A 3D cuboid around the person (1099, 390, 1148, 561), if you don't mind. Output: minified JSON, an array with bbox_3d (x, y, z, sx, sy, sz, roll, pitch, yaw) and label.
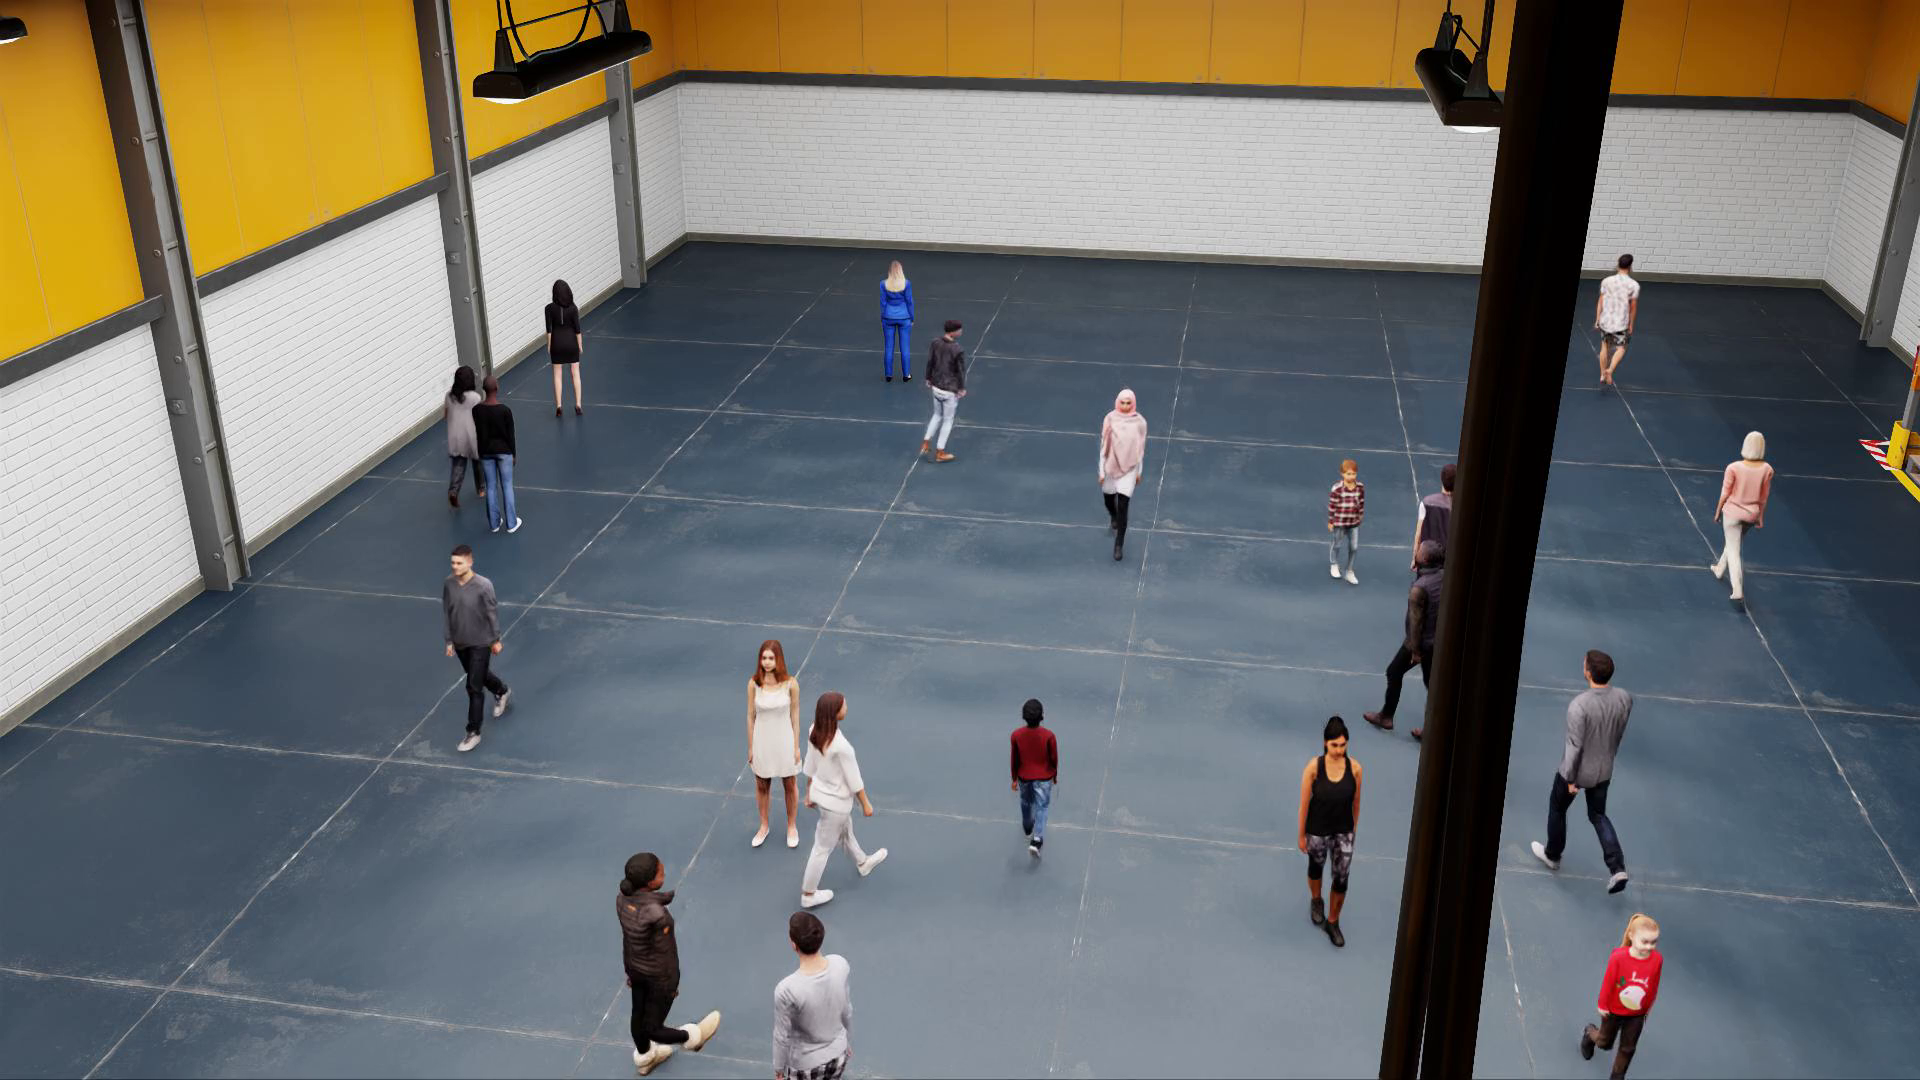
[{"bbox_3d":[1.689,-0.738,17.592,0.629,1.782,1.061,3,24,7],"label":"person"}]

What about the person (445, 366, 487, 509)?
[{"bbox_3d":[-5.608,-1.148,18.786,0.666,1.577,0.984,2,24,5],"label":"person"}]

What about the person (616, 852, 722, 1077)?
[{"bbox_3d":[-1.787,2.574,10.167,0.863,1.661,0.754,5,24,12],"label":"person"}]

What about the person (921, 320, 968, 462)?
[{"bbox_3d":[-0.190,-1.797,19.998,0.842,1.795,0.805,11,26,23],"label":"person"}]

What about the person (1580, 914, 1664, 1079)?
[{"bbox_3d":[4.033,2.807,10.124,0.570,1.268,0.798,0,24,0],"label":"person"}]

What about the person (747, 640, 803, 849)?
[{"bbox_3d":[-1.395,1.519,12.517,0.574,1.711,0.555,1,24,3],"label":"person"}]

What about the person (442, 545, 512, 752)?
[{"bbox_3d":[-4.077,0.828,14.065,0.711,1.738,1.146,7,25,15],"label":"person"}]

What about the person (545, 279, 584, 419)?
[{"bbox_3d":[-5.122,-2.473,21.538,0.652,1.801,0.628,-5,24,-12],"label":"person"}]

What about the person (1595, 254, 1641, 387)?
[{"bbox_3d":[8.927,-2.976,22.692,0.879,1.799,1.018,15,28,30],"label":"person"}]

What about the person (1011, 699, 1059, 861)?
[{"bbox_3d":[0.559,1.788,12.482,0.516,1.246,0.817,5,24,11],"label":"person"}]

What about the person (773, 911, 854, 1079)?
[{"bbox_3d":[-0.749,2.891,9.219,0.834,1.839,0.893,-16,28,-33],"label":"person"}]

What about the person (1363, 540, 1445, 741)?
[{"bbox_3d":[3.935,0.887,13.842,1.021,1.809,1.063,-17,29,-34],"label":"person"}]

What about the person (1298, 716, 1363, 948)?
[{"bbox_3d":[2.549,1.951,11.609,0.682,1.648,0.828,0,24,0],"label":"person"}]

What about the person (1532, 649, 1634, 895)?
[{"bbox_3d":[4.573,1.688,11.962,0.964,1.846,1.203,-6,24,-14],"label":"person"}]

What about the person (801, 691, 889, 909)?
[{"bbox_3d":[-0.973,1.872,11.786,1.080,1.650,1.024,-16,28,-32],"label":"person"}]

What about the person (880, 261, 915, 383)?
[{"bbox_3d":[-0.872,-3.018,22.910,0.627,1.701,0.569,2,24,5],"label":"person"}]

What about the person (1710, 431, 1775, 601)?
[{"bbox_3d":[7.766,-0.208,16.504,0.688,1.682,1.169,2,24,4],"label":"person"}]

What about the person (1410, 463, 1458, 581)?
[{"bbox_3d":[4.427,0.225,15.354,0.821,1.811,1.167,8,25,18],"label":"person"}]

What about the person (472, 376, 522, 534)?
[{"bbox_3d":[-5.047,-0.931,18.078,0.632,1.747,0.612,-1,24,-2],"label":"person"}]

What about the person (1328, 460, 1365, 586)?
[{"bbox_3d":[3.926,-0.229,17.039,0.630,1.292,0.739,-2,24,-5],"label":"person"}]
